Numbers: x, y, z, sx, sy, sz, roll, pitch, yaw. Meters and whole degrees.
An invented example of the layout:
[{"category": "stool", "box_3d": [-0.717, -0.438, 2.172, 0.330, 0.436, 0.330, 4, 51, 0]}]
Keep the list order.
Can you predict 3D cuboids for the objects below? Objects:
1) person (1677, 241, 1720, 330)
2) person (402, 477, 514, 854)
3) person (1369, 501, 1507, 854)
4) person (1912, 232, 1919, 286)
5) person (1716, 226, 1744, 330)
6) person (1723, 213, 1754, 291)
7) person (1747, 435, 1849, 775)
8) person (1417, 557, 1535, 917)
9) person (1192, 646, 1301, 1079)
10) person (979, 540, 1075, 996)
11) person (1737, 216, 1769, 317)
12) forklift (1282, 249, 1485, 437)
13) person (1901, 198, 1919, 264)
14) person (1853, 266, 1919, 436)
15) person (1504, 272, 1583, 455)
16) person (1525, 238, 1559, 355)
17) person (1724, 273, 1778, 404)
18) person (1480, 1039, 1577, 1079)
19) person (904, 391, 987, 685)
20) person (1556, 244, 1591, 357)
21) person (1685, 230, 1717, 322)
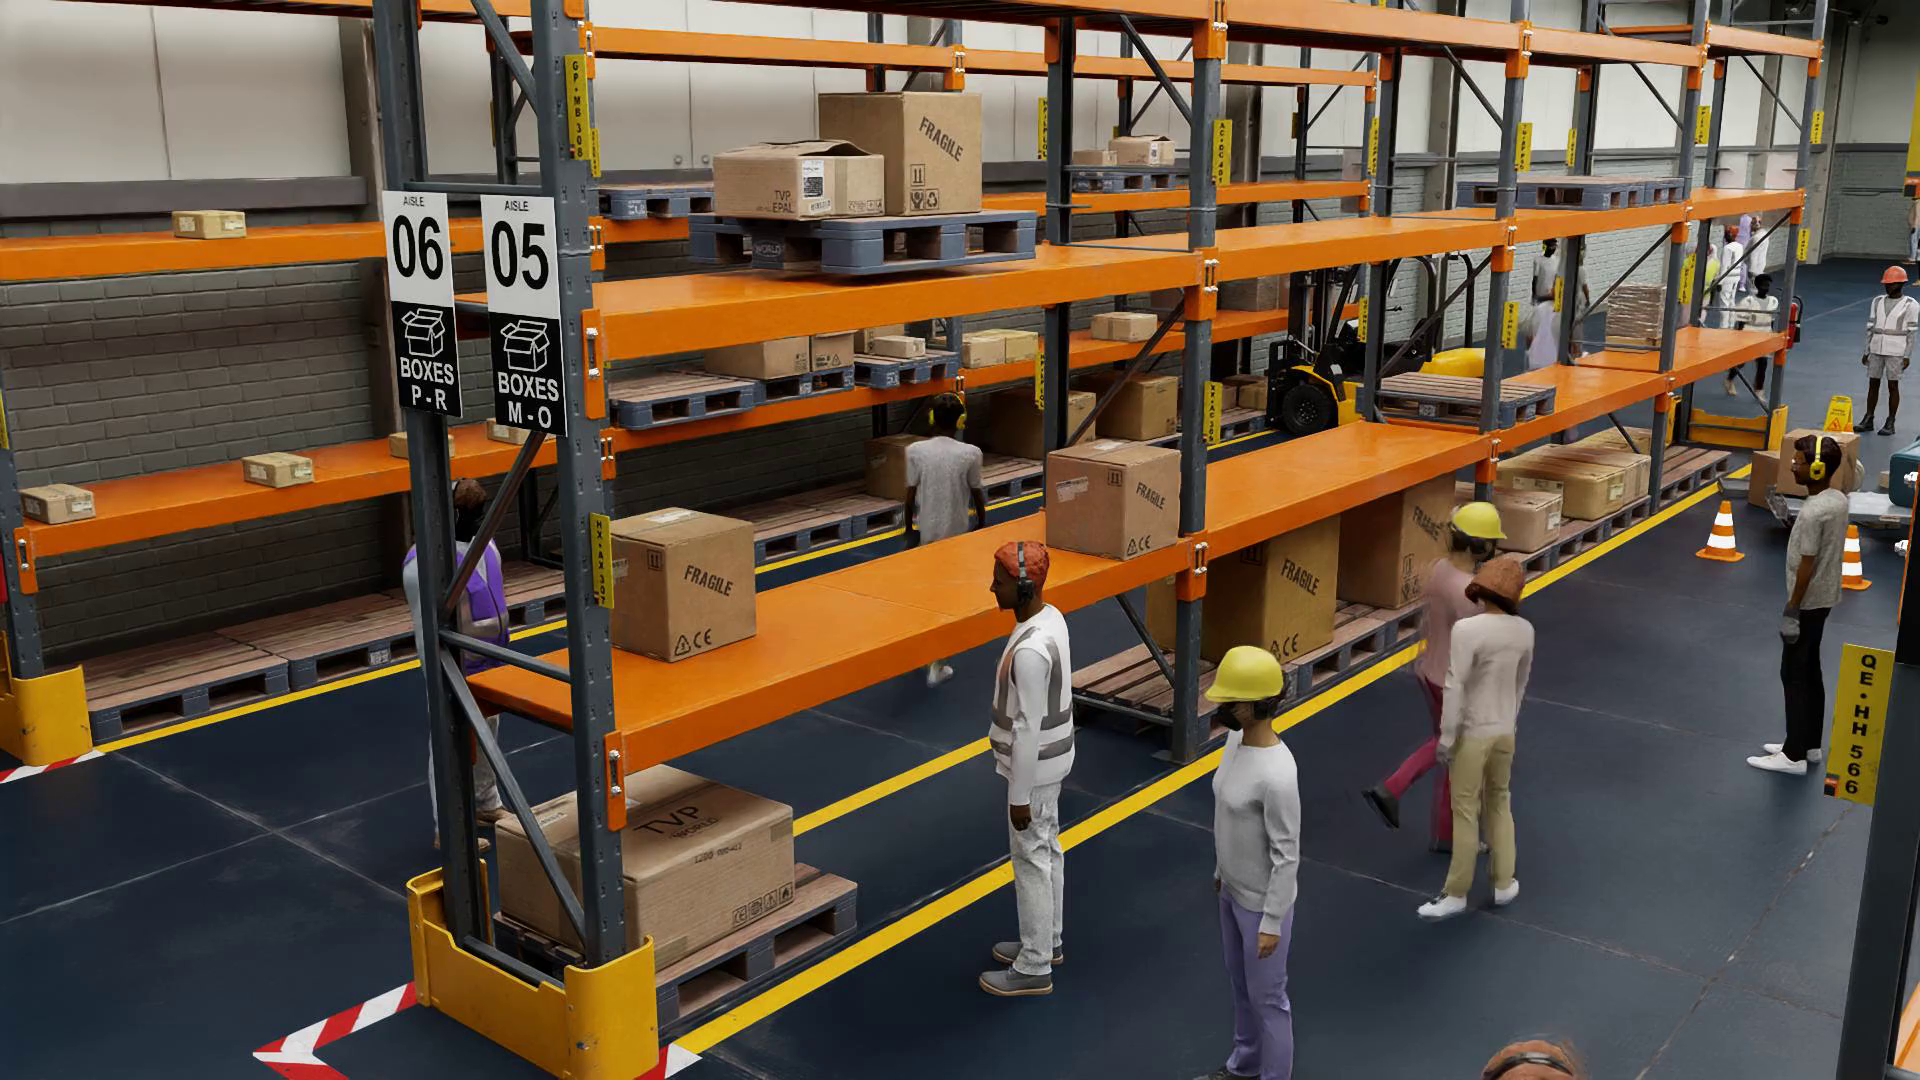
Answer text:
[{"category": "person", "box_3d": [11.388, -3.747, 25.788, 0.583, 1.817, 0.677, 2, 14, 10]}, {"category": "person", "box_3d": [-2.394, 0.598, 8.073, 0.429, 1.837, 0.627, 5, 15, 18]}, {"category": "person", "box_3d": [2.321, 0.666, 7.951, 0.484, 1.746, 0.536, -1, 14, -4]}, {"category": "person", "box_3d": [21.835, -6.573, 37.562, 0.536, 1.690, 0.321, -5, 15, -18]}, {"category": "person", "box_3d": [13.108, -4.412, 28.377, 0.574, 1.878, 0.345, -12, 18, -39]}, {"category": "person", "box_3d": [17.027, -6.397, 36.394, 0.641, 1.908, 0.408, 6, 15, 24]}, {"category": "person", "box_3d": [4.590, 0.353, 9.025, 0.315, 1.854, 0.513, 12, 18, 41]}, {"category": "person", "box_3d": [2.278, 0.876, 7.418, 0.624, 1.596, 0.318, -9, 16, -32]}, {"category": "person", "box_3d": [0.980, 1.209, 5.715, 0.331, 1.766, 0.530, -2, 14, -9]}, {"category": "person", "box_3d": [0.277, 0.913, 6.692, 0.359, 1.880, 0.575, 2, 14, 10]}, {"category": "person", "box_3d": [14.868, -5.106, 31.161, 0.400, 1.901, 0.646, 10, 17, 34]}, {"category": "forklift", "box_3d": [4.886, -2.214, 18.767, 2.313, 2.155, 1.214, 11, 18, 38]}, {"category": "person", "box_3d": [25.159, -8.280, 43.876, 0.388, 1.996, 0.612, 7, 15, 26]}, {"category": "person", "box_3d": [10.654, -2.172, 19.124, 0.366, 1.935, 0.552, -9, 16, -31]}, {"category": "person", "box_3d": [6.311, -1.912, 17.855, 1.034, 2.000, 0.685, -8, 16, -30]}, {"category": "person", "box_3d": [9.104, -3.797, 25.918, 0.503, 1.861, 0.325, -7, 15, -26]}, {"category": "person", "box_3d": [10.253, -2.630, 21.550, 0.535, 1.670, 0.769, -1, 14, -4]}, {"category": "person", "box_3d": [1.208, 1.789, 3.668, 0.523, 1.612, 0.703, 6, 15, 23]}, {"category": "person", "box_3d": [-0.058, -0.034, 10.614, 0.498, 1.842, 0.746, 5, 15, 19]}, {"category": "person", "box_3d": [9.173, -3.529, 24.907, 0.998, 1.809, 0.546, -8, 16, -31]}, {"category": "person", "box_3d": [13.595, -4.882, 30.561, 0.564, 1.744, 0.355, 12, 18, 40]}]
